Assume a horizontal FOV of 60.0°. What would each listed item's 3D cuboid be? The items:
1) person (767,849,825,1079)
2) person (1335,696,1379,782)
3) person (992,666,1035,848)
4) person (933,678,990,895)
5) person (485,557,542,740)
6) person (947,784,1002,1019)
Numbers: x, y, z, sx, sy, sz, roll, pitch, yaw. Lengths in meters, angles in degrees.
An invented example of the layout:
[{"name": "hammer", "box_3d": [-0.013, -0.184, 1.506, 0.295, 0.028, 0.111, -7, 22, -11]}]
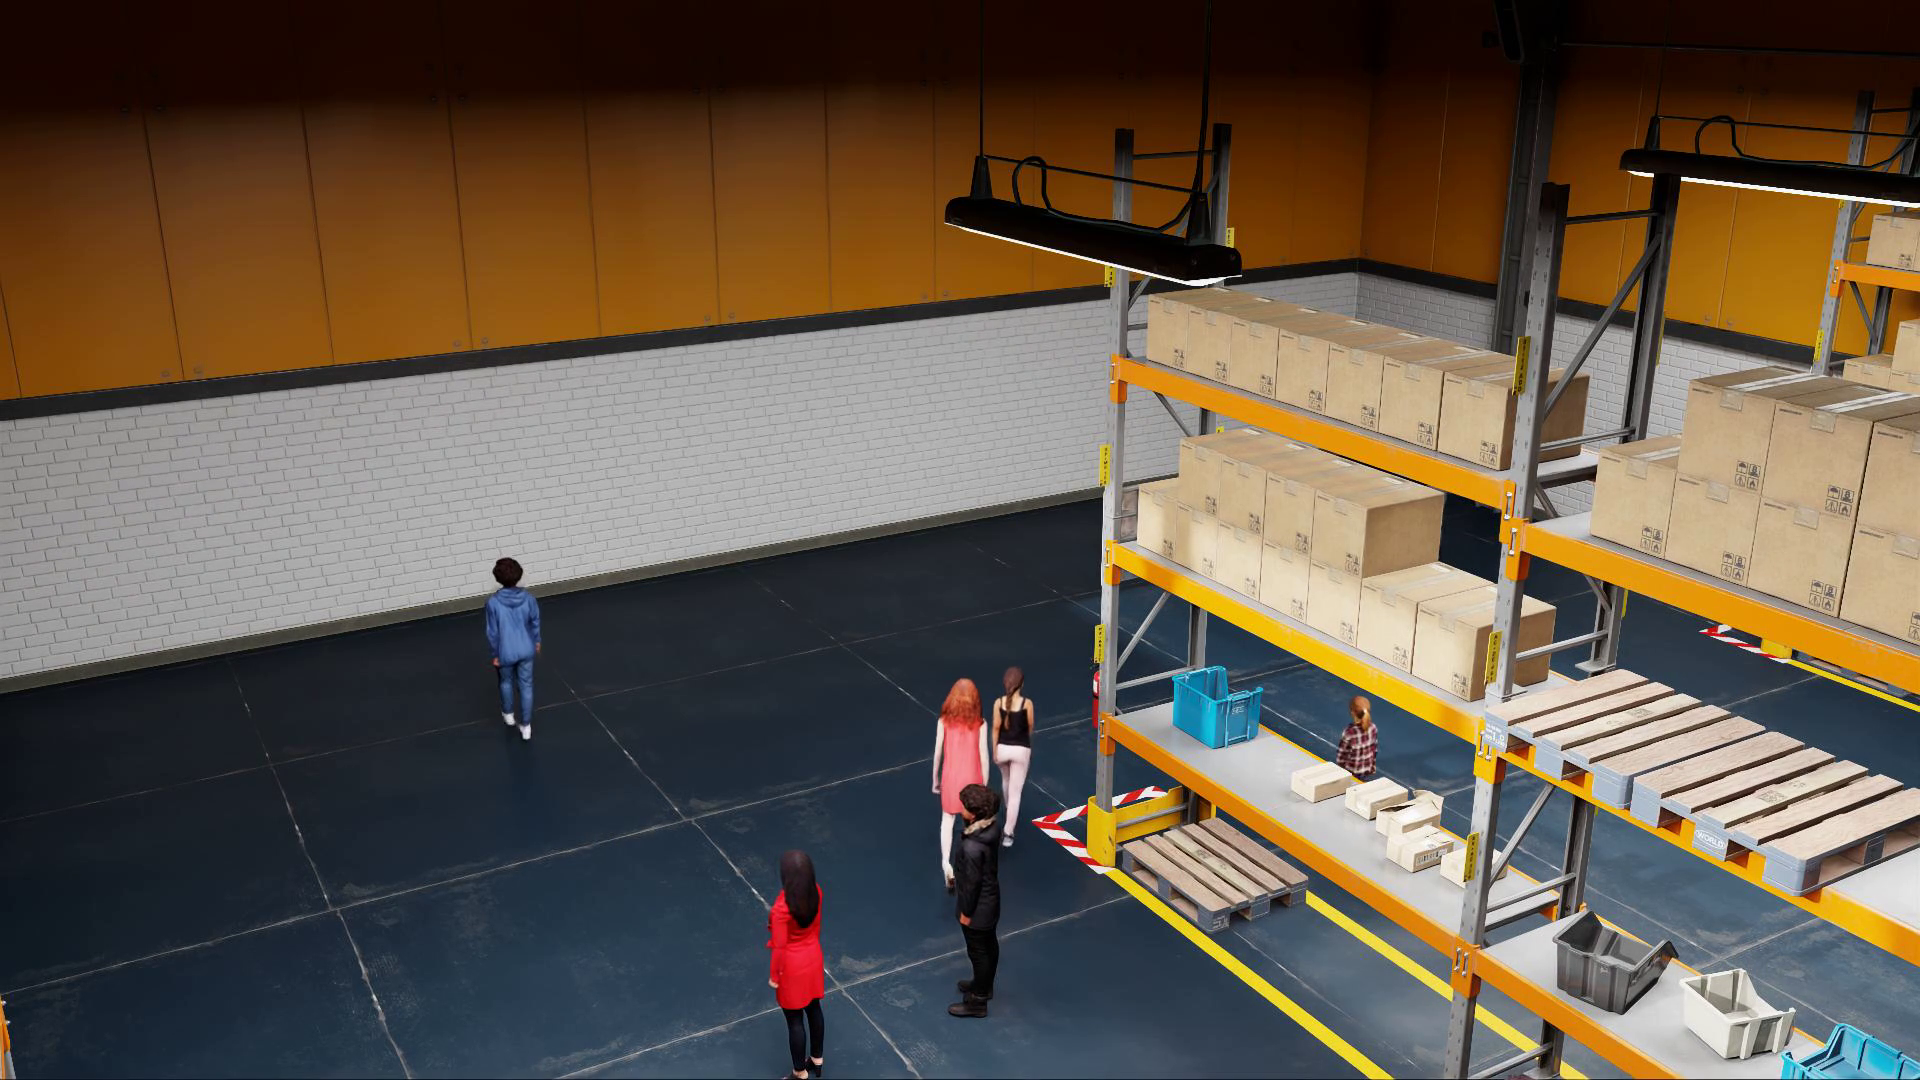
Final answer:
[{"name": "person", "box_3d": [-1.060, 2.815, 10.941, 0.738, 1.748, 0.712, 13, 23, 34]}, {"name": "person", "box_3d": [3.414, 1.962, 14.175, 0.543, 1.300, 0.515, -9, 21, -25]}, {"name": "person", "box_3d": [0.445, 1.864, 14.120, 1.001, 1.520, 1.036, 4, 19, 13]}, {"name": "person", "box_3d": [0.003, 1.998, 13.274, 1.001, 1.806, 1.120, 3, 19, 9]}, {"name": "person", "box_3d": [-4.289, 1.073, 16.047, 0.776, 1.790, 0.932, -6, 20, -18]}, {"name": "person", "box_3d": [0.144, 2.528, 11.742, 0.783, 1.781, 0.732, 6, 20, 18]}]
